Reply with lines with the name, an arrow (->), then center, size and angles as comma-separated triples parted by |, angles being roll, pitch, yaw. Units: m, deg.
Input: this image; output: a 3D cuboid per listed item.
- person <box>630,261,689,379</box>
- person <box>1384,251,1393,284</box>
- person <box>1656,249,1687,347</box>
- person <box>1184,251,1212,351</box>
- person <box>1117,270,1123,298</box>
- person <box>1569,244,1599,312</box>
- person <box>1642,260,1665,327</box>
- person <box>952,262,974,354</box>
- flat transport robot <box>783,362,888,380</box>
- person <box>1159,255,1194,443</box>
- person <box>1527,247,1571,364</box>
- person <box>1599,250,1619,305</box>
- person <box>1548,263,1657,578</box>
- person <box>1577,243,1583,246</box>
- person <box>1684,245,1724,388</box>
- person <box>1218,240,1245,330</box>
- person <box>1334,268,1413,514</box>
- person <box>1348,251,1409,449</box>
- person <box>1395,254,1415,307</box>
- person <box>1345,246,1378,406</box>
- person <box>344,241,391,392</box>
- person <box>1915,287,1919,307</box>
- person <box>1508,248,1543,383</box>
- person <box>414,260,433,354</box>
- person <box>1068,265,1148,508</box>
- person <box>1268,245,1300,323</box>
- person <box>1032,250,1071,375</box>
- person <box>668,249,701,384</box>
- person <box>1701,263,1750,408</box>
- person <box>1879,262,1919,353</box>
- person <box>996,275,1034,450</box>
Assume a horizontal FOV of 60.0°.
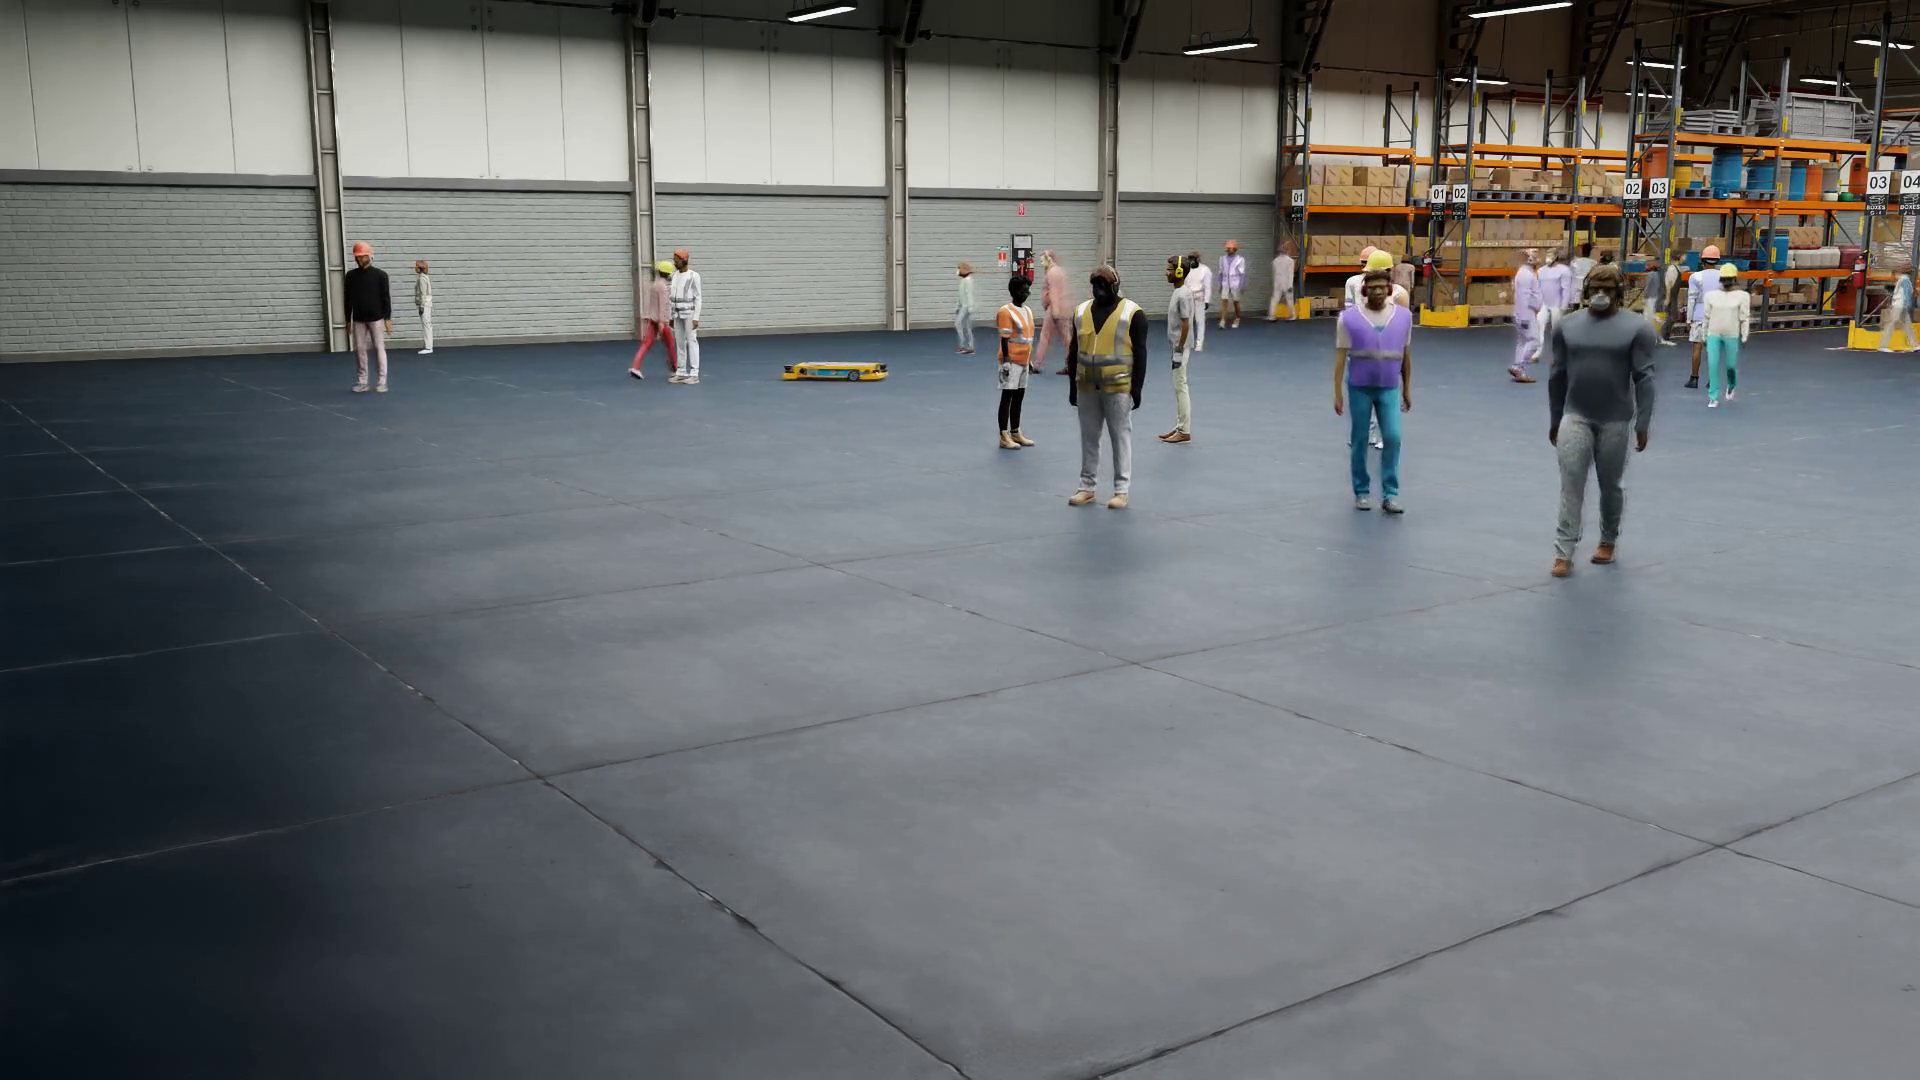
person -> -4.394, -3.184, 24.130 | 0.910, 1.710, 0.604 | -5, 11, -25
person -> 9.356, -5.455, 36.472 | 0.728, 1.746, 0.535 | -4, 11, -22
person -> 13.401, -4.542, 31.254 | 0.390, 1.820, 0.550 | 7, 12, 32
person -> 4.161, -4.242, 29.690 | 0.624, 1.791, 0.954 | 4, 11, 20
person -> 2.013, -2.827, 22.395 | 0.316, 1.632, 0.512 | -7, 13, -35
person -> 13.421, -5.423, 35.871 | 0.612, 1.915, 1.002 | 4, 11, 20
person -> 14.040, -4.855, 33.582 | 0.668, 1.593, 0.545 | 8, 13, 38
person -> 0.014, -4.070, 29.225 | 0.558, 1.613, 0.528 | -2, 11, -13
flat transport robot -> -1.794, -2.450, 24.044 | 1.431, 0.197, 0.652 | 1, 10, 7
person -> 2.181, -1.907, 16.679 | 0.328, 1.874, 0.521 | 1, 10, 5
person -> 9.677, -3.830, 27.178 | 1.000, 1.895, 0.642 | -9, 14, -40
person -> 12.438, -4.711, 32.241 | 0.946, 1.792, 0.643 | 0, 10, 1
person -> 3.941, -0.737, 10.268 | 0.645, 1.921, 0.892 | 6, 12, 31
person -> 15.943, -6.703, 42.937 | 0.350, 1.882, 0.583 | -7, 13, -34
person -> 10.152, -3.025, 22.627 | 0.545, 1.938, 0.360 | 1, 10, 5
person -> 6.047, -5.681, 37.047 | 0.621, 1.992, 1.076 | 6, 12, 28
person -> 3.086, -1.092, 12.336 | 0.610, 1.817, 0.753 | 0, 10, 0
person -> 4.087, -1.847, 16.209 | 0.386, 1.920, 0.590 | -7, 12, -32
person -> 11.424, -6.538, 42.747 | 0.499, 1.626, 0.278 | 5, 11, 25
person -> 4.930, -2.573, 20.140 | 0.542, 1.939, 0.362 | 6, 12, 31
person -> -7.859, -2.947, 22.042 | 0.622, 1.990, 0.399 | 1, 10, 5
person -> 19.220, -4.982, 33.390 | 0.626, 1.931, 0.375 | 4, 11, 23
person -> 8.008, -3.151, 23.419 | 0.431, 1.894, 0.669 | 3, 11, 19
person -> -9.465, -4.107, 29.363 | 0.308, 1.645, 0.514 | -3, 11, -14
person -> 1.101, -1.162, 12.676 | 0.634, 1.841, 0.429 | 6, 12, 30
person -> 7.775, -6.139, 39.930 | 0.980, 1.860, 0.659 | -8, 13, -39
person -> 1.336, -3.394, 24.874 | 0.926, 1.848, 0.663 | 3, 11, 17
person -> -3.875, -3.133, 23.357 | 0.573, 1.887, 0.354 | 8, 13, 37
person -> 9.294, -2.488, 20.209 | 0.529, 1.749, 0.641 | 6, 12, 30
person -> 16.777, -4.102, 29.440 | 0.833, 1.594, 0.610 | 6, 12, 29
person -> 0.550, -1.736, 16.231 | 0.320, 1.692, 0.531 | 6, 12, 30
